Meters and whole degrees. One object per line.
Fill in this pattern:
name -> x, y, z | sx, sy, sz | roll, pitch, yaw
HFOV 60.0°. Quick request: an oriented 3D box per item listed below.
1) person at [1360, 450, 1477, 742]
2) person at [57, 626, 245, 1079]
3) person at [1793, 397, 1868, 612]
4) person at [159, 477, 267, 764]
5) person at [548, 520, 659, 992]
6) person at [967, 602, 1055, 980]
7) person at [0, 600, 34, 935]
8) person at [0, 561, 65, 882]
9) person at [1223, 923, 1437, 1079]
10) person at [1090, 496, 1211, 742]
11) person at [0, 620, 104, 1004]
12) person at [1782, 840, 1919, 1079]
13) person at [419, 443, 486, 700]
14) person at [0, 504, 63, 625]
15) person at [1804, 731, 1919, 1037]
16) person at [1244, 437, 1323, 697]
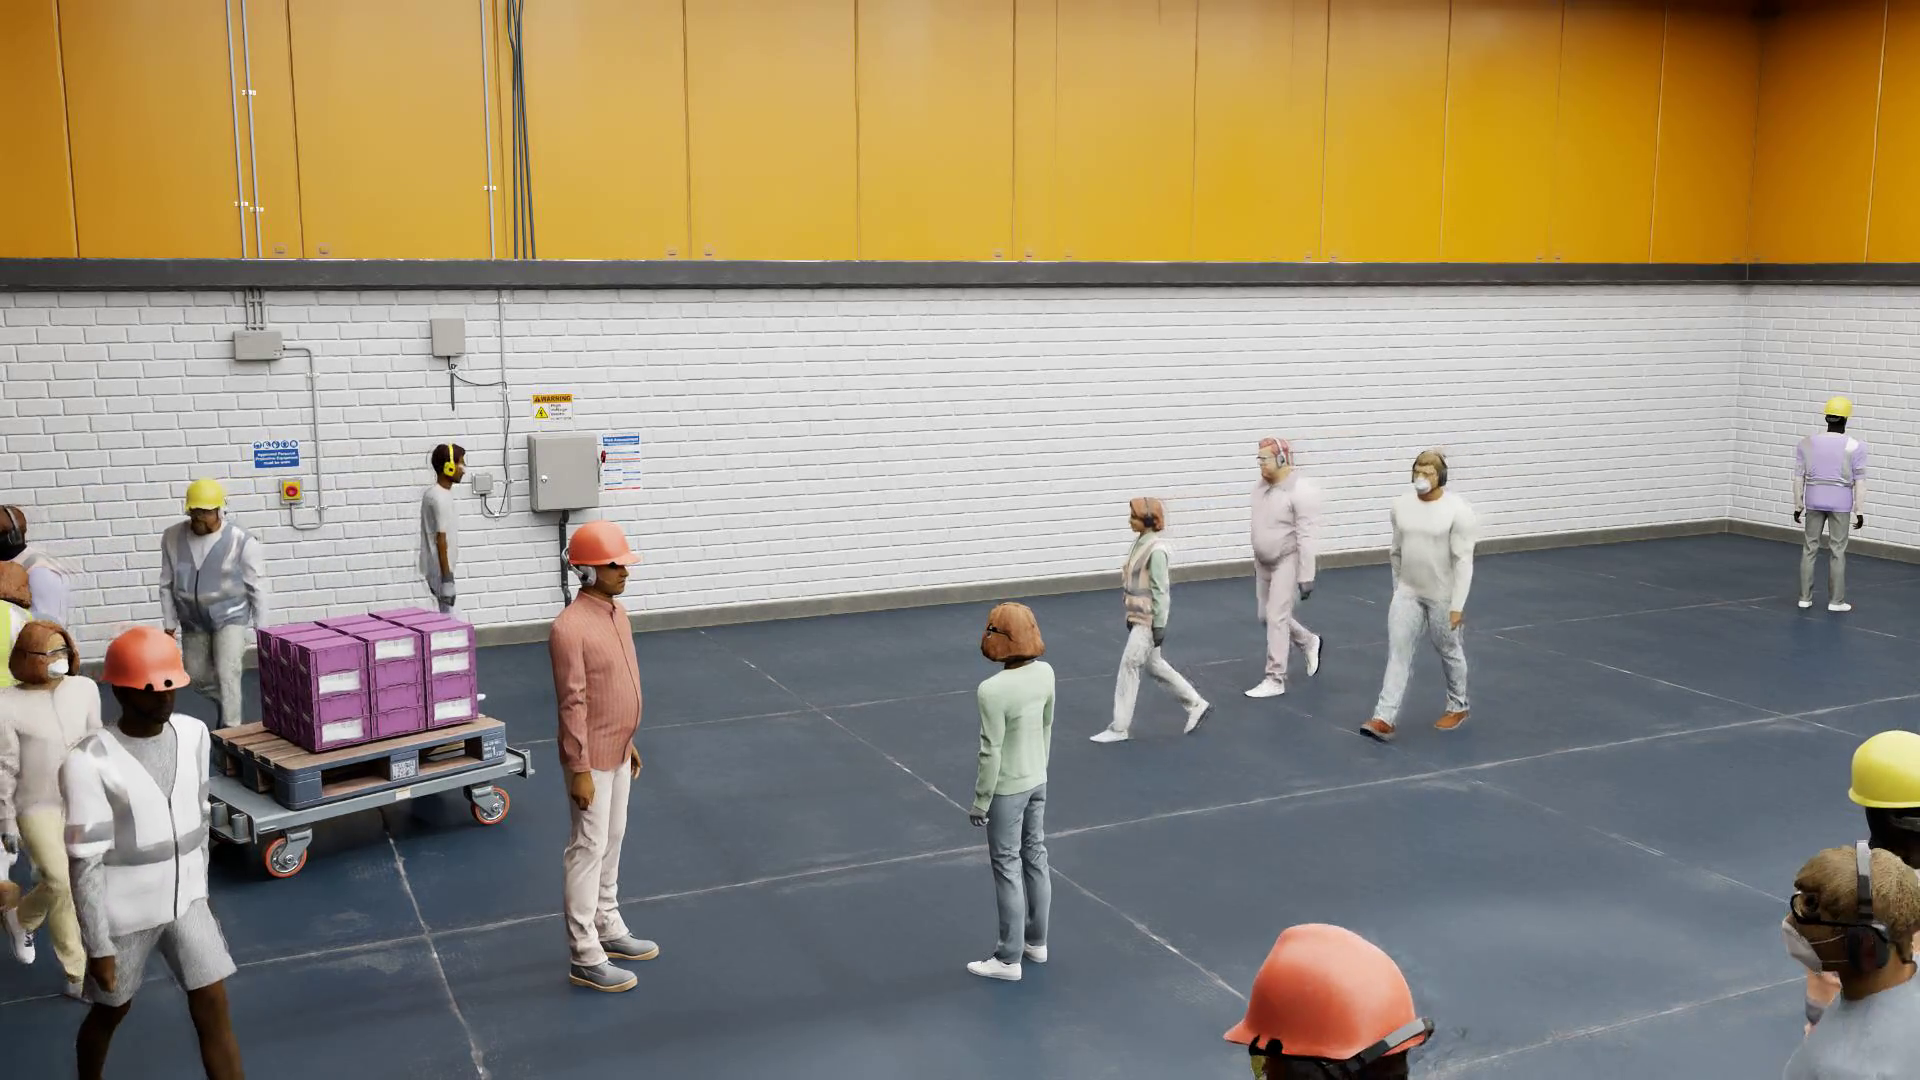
person -> 3.018, 0.366, 10.774 | 1.029, 1.890, 0.646 | -9, 13, -43
person -> -2.707, 1.210, 5.569 | 1.013, 1.882, 0.572 | 5, 10, 28
person -> 7.777, -0.316, 14.881 | 0.594, 1.926, 0.366 | 8, 12, 41
person -> -4.628, 0.473, 10.395 | 0.601, 1.798, 0.688 | 0, 9, 0
person -> -1.528, 0.902, 7.114 | 0.377, 1.995, 0.608 | 1, 9, 8
person -> 0.223, 1.072, 7.169 | 0.282, 1.636, 0.500 | 7, 11, 35
person -> -4.423, 0.933, 7.497 | 0.741, 1.821, 0.634 | 7, 12, 37
person -> -4.731, 0.901, 8.336 | 0.700, 1.595, 0.513 | 7, 12, 39
person -> 0.545, 1.606, 2.738 | 1.009, 1.990, 0.620 | 6, 11, 34
person -> 1.254, 0.508, 10.753 | 0.779, 1.608, 0.526 | -1, 9, -7
person -> -3.847, 1.112, 6.989 | 0.689, 1.613, 0.501 | 4, 10, 24
person -> 1.921, 1.548, 3.396 | 0.854, 1.910, 0.639 | 9, 13, 43
person -> -3.683, 0.247, 11.643 | 0.542, 1.849, 0.523 | -3, 10, -18
person -> -5.069, 0.688, 9.046 | 0.628, 1.805, 0.897 | 5, 10, 28
person -> 2.284, 1.421, 4.116 | 0.589, 1.924, 0.383 | -3, 10, -17
person -> 2.377, 0.177, 11.998 | 0.739, 1.876, 0.682 | -4, 10, -25
